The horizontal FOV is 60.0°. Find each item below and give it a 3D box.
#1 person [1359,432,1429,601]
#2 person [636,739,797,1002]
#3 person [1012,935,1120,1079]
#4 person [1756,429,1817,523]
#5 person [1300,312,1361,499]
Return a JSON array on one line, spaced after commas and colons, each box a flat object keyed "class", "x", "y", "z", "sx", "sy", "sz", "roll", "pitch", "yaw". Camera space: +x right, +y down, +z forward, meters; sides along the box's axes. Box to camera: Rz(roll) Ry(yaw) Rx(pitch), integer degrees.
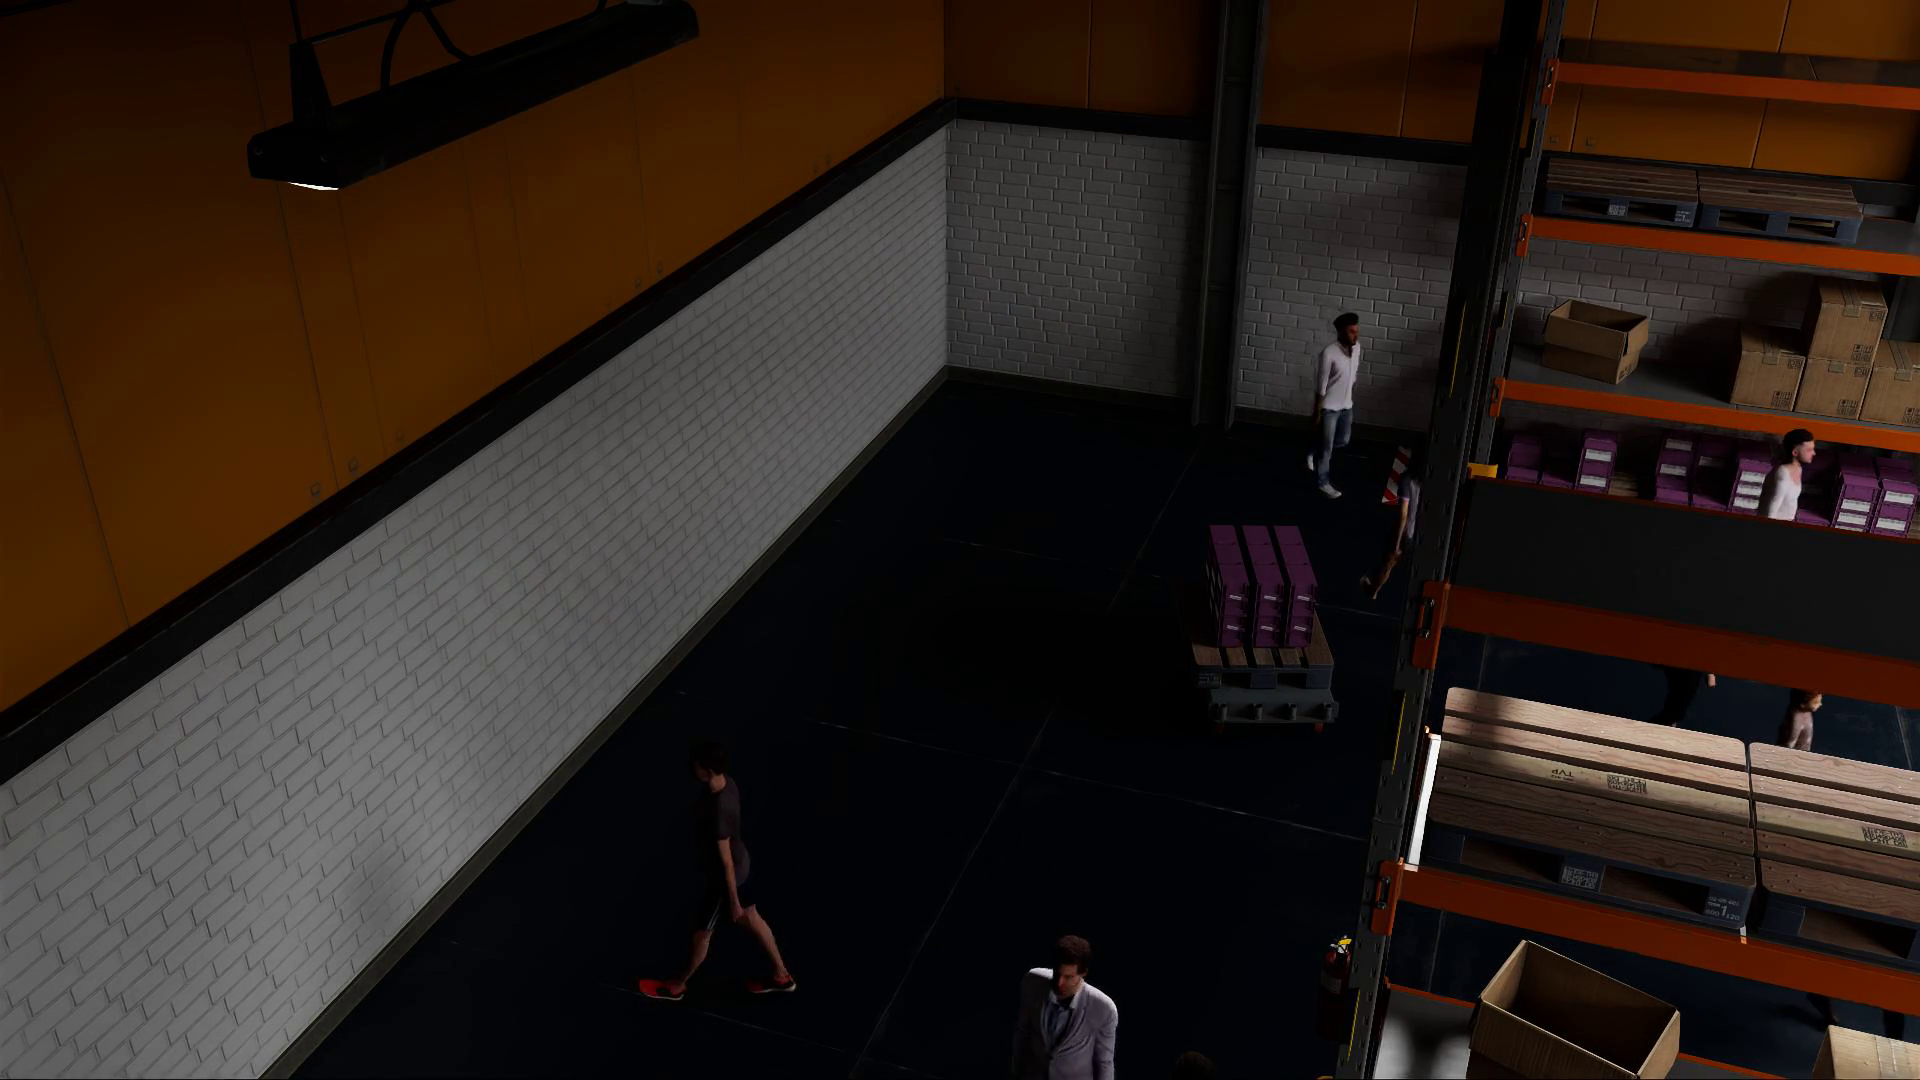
[{"class": "person", "x": 3.640, "y": 0.013, "z": 13.140, "sx": 1.139, "sy": 1.683, "sz": 1.112, "roll": -9, "pitch": 30, "yaw": -15}, {"class": "person", "x": -1.248, "y": 1.928, "z": 9.500, "sx": 1.258, "sy": 1.807, "sz": 0.995, "roll": -2, "pitch": 29, "yaw": -4}, {"class": "person", "x": 0.531, "y": 2.625, "z": 8.200, "sx": 1.118, "sy": 1.827, "sz": 0.943, "roll": 18, "pitch": 34, "yaw": 30}, {"class": "person", "x": 6.326, "y": -0.055, "z": 13.108, "sx": 0.768, "sy": 1.833, "sz": 0.773, "roll": 20, "pitch": 34, "yaw": 32}, {"class": "person", "x": 3.408, "y": -1.305, "z": 15.435, "sx": 0.917, "sy": 1.800, "sz": 1.028, "roll": -19, "pitch": 34, "yaw": -31}]
